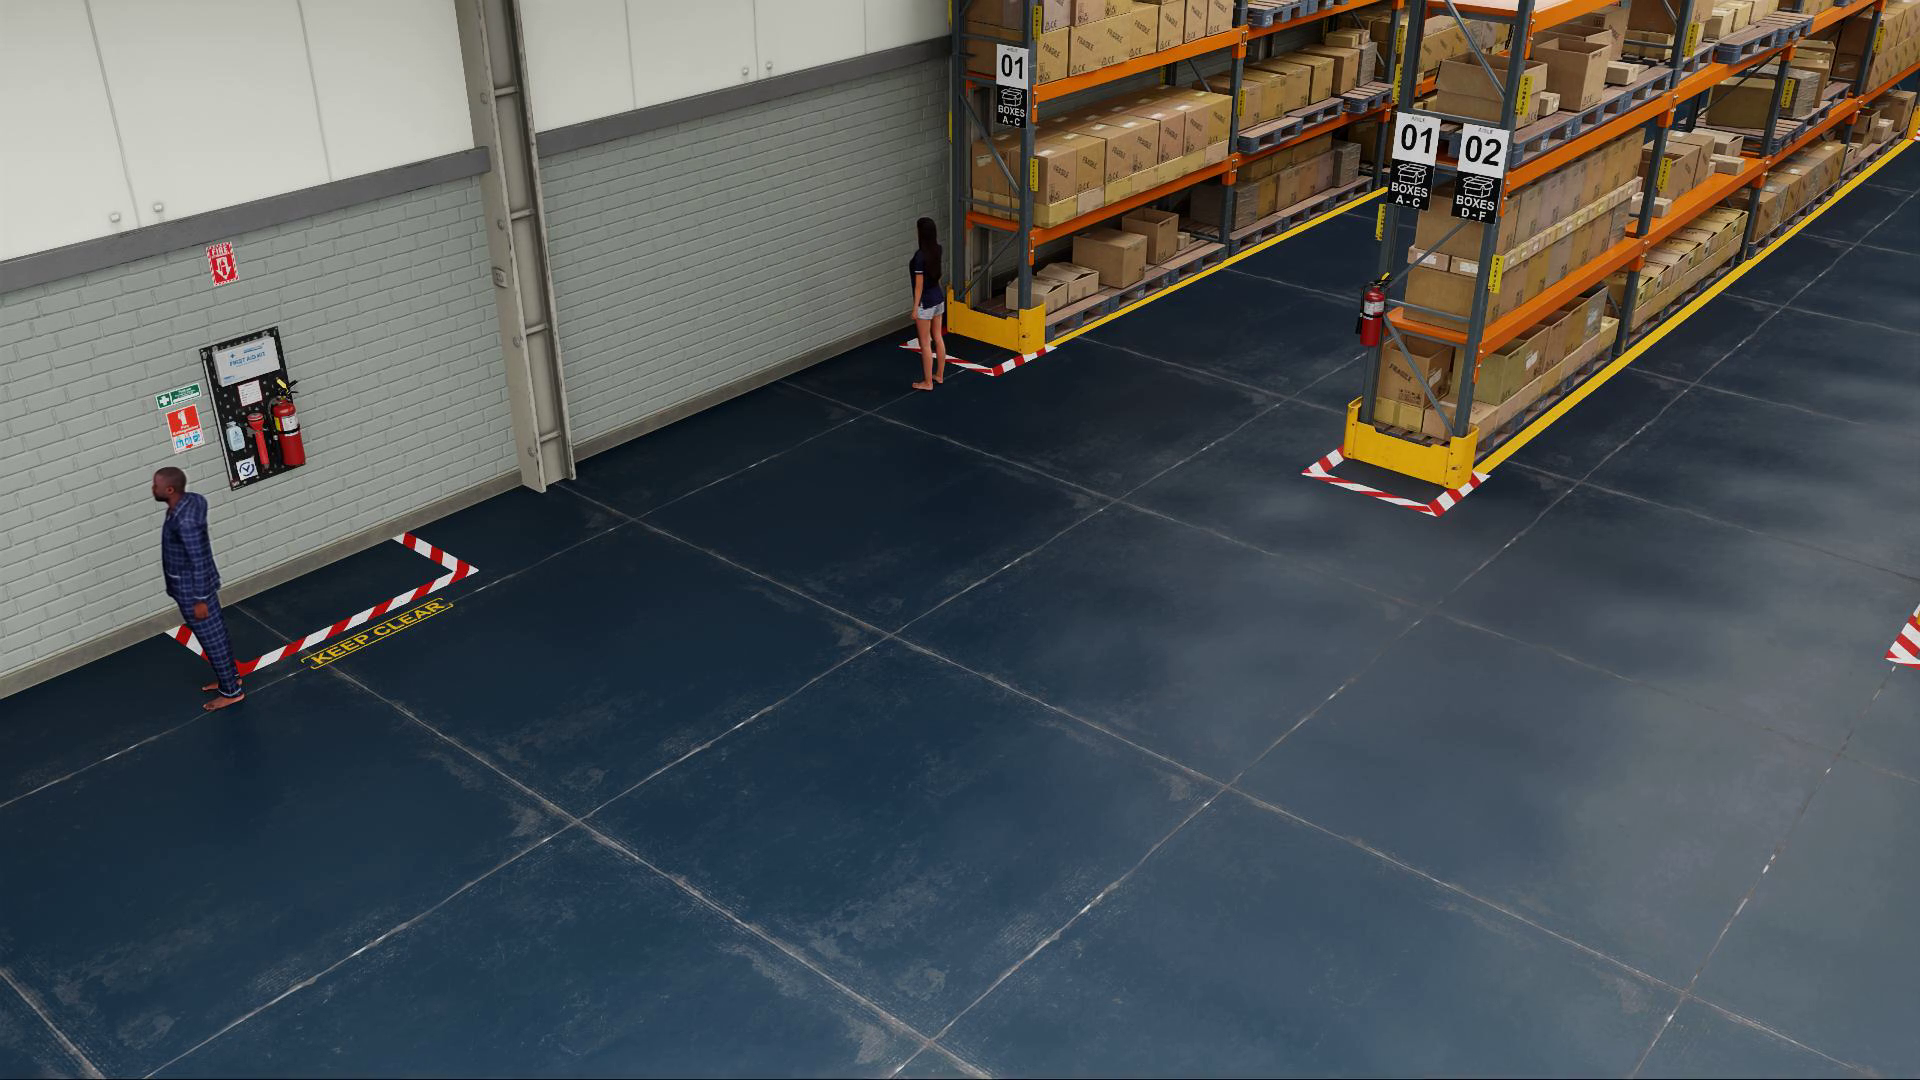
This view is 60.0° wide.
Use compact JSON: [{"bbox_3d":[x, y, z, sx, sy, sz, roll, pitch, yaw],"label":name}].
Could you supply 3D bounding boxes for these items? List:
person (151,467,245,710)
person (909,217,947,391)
[{"bbox_3d":[-5.293,0.317,11.537,0.777,1.824,0.779,-11,30,-20],"label":"person"},{"bbox_3d":[-0.312,-2.360,16.624,0.635,1.766,0.470,20,34,32],"label":"person"}]
